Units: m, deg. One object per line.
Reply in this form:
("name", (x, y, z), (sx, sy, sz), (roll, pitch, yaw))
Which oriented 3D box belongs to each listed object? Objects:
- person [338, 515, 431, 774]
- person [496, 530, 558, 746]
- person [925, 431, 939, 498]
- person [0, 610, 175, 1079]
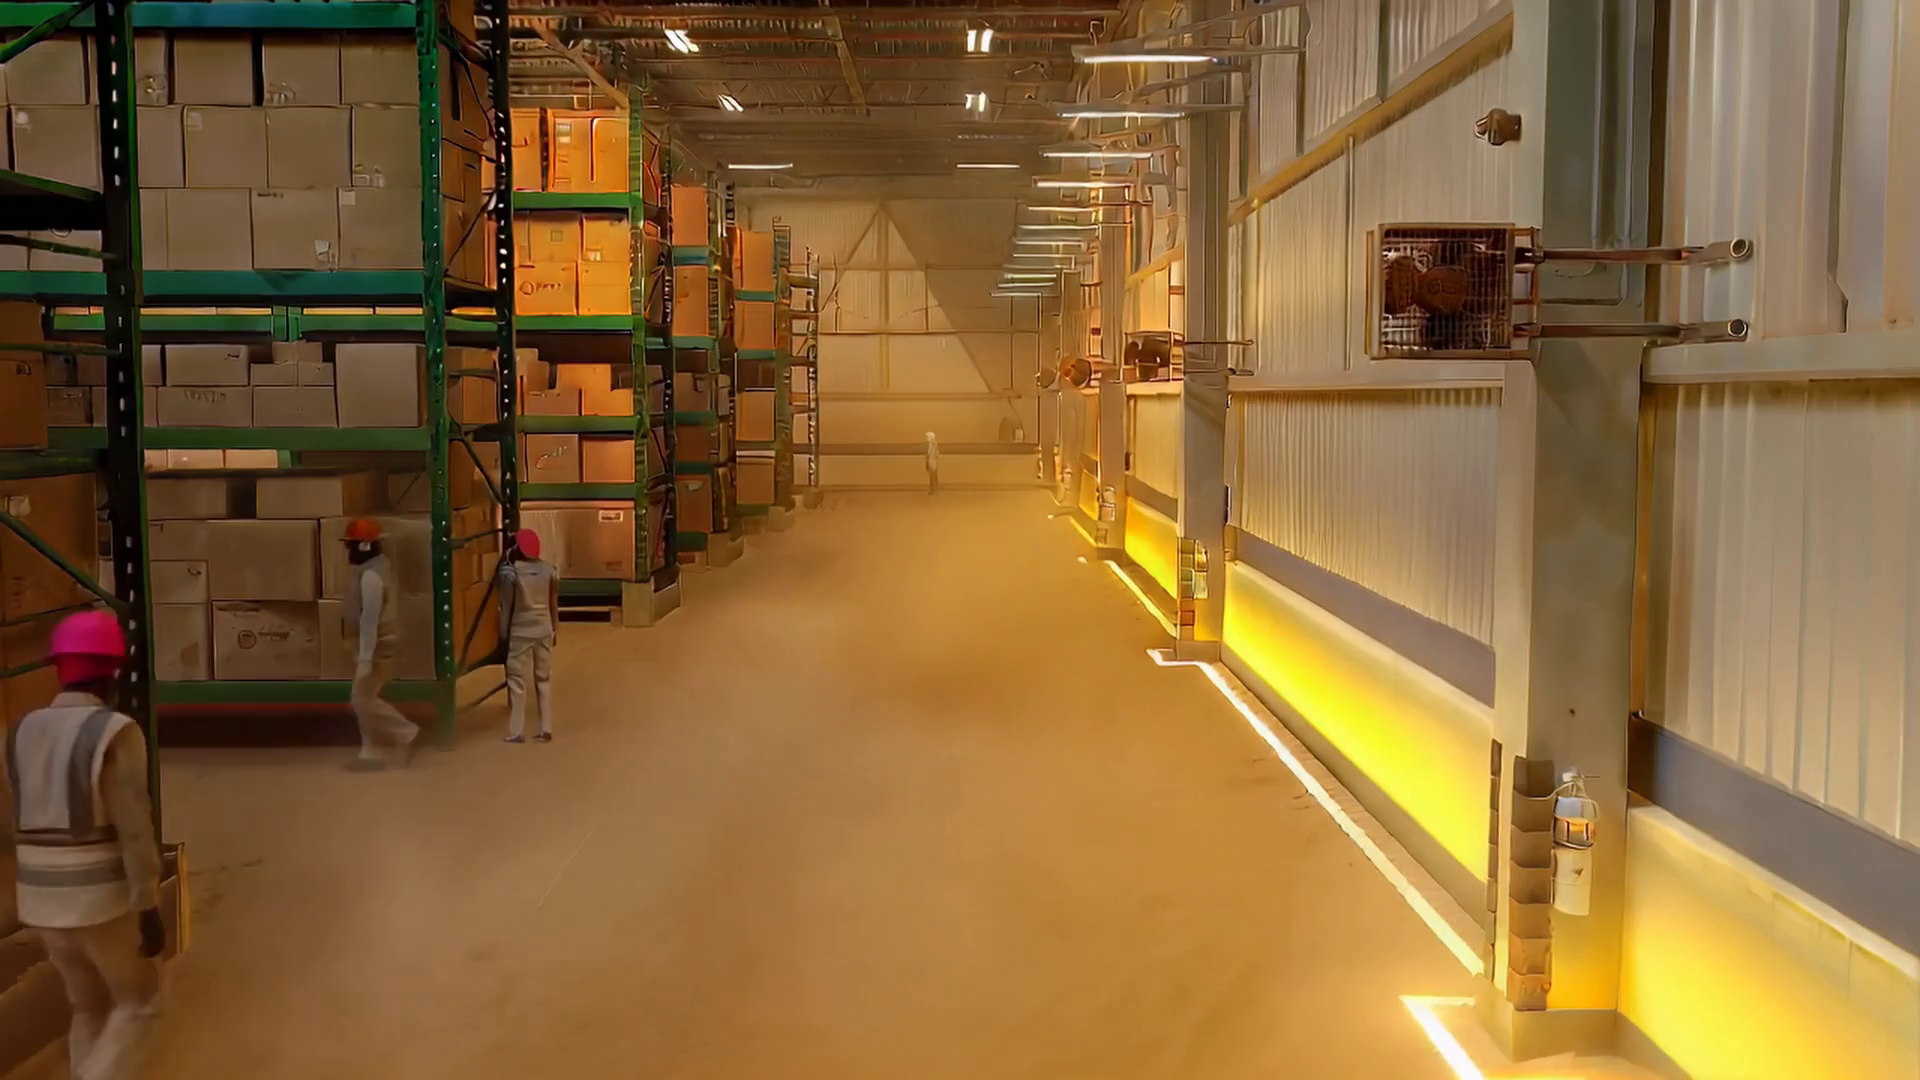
("person", (-4.024, 0.729, 11.526), (0.517, 1.818, 0.607), (-2, 5, -18))
("person", (-3.253, 0.734, 12.556), (0.324, 1.630, 0.523), (4, 6, 40))
("person", (-0.763, -1.972, 43.448), (0.355, 1.744, 0.565), (-3, 6, -28))
("person", (-2.903, 1.200, 5.539), (0.677, 1.905, 0.562), (2, 5, 23))
